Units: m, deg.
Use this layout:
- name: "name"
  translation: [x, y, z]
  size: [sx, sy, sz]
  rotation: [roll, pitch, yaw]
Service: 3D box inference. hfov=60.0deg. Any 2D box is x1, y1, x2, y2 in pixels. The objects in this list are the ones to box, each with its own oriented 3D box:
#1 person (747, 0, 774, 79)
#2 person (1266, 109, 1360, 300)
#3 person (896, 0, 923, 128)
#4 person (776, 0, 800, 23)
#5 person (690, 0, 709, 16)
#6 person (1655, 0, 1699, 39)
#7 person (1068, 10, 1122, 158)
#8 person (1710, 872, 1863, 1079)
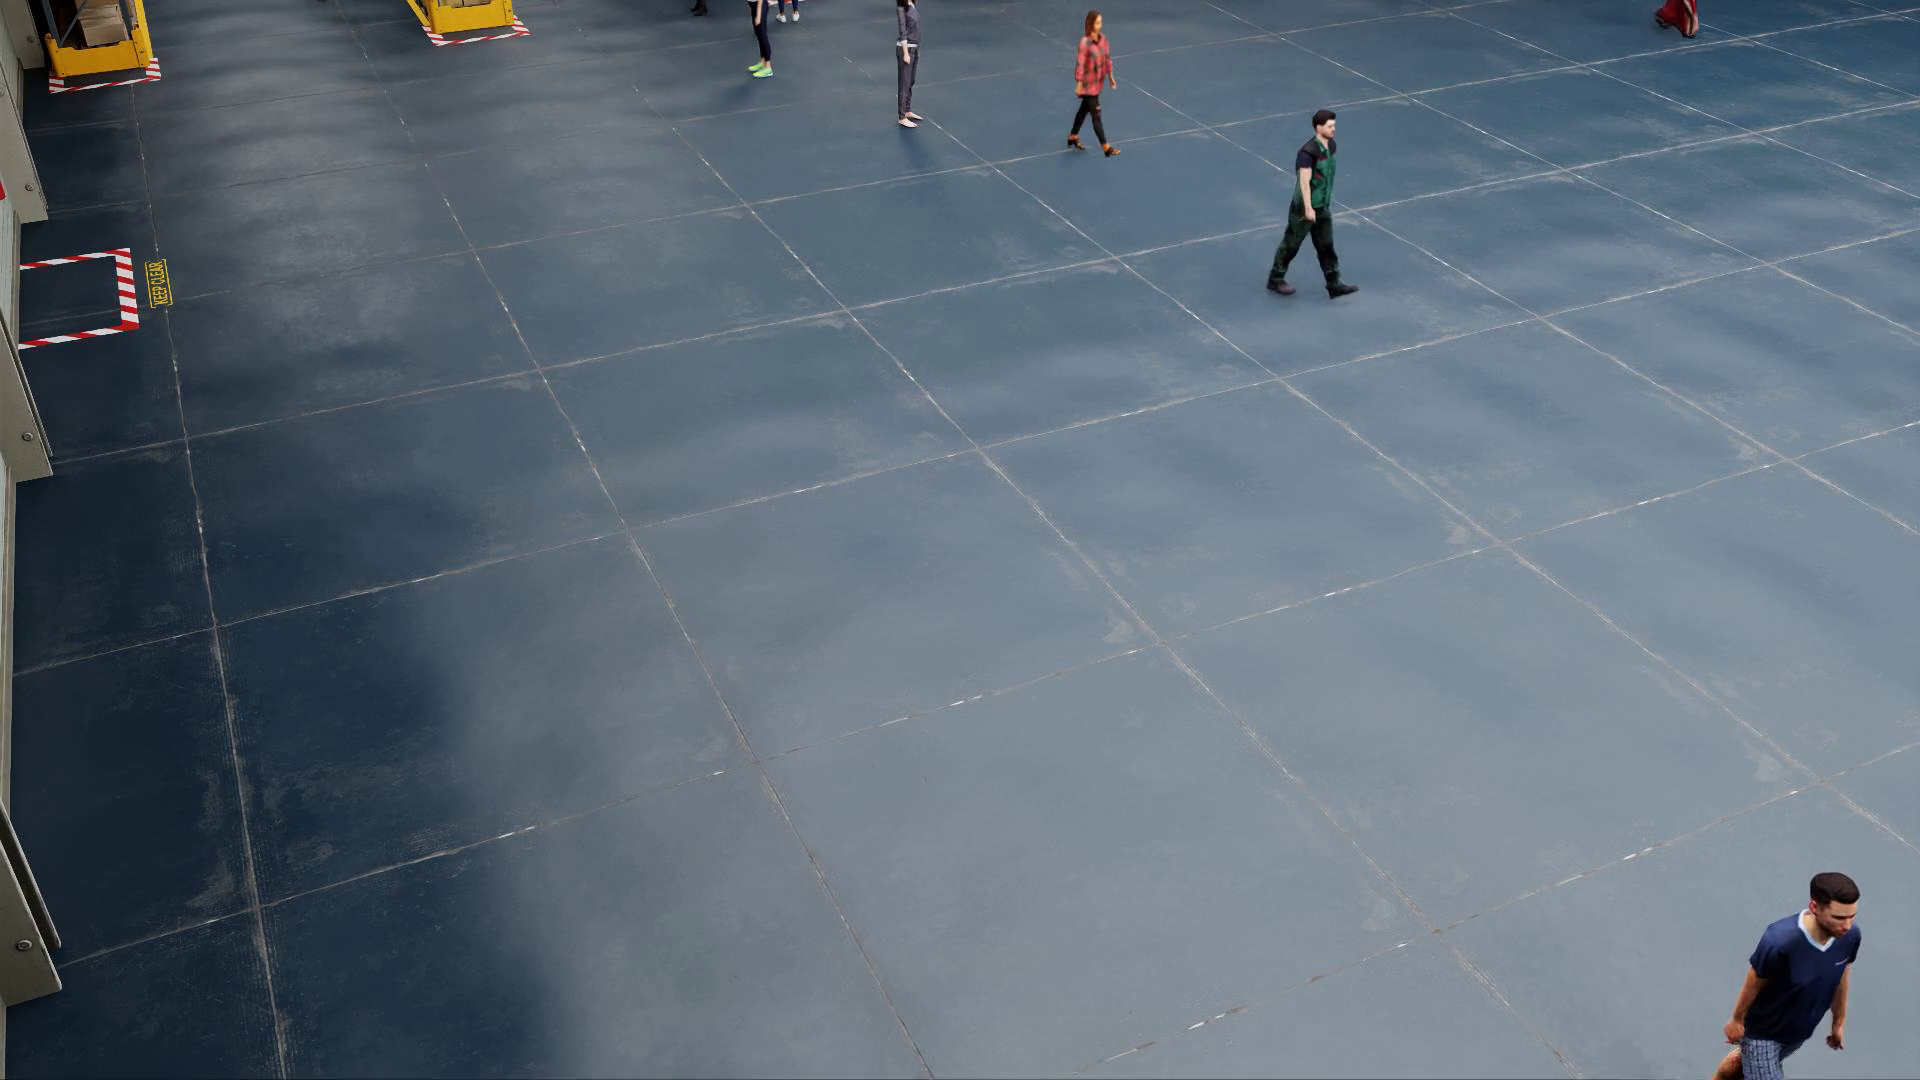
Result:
- name: "person"
  translation: [-2.651, -6.998, 21.936]
  size: [0.684, 1.701, 0.521]
  rotation: [-9, 34, -13]
- name: "person"
  translation: [3.277, -3.214, 15.977]
  size: [1.251, 1.855, 0.994]
  rotation: [25, 41, 33]
- name: "person"
  translation: [-0.647, -5.973, 20.302]
  size: [0.727, 1.765, 0.647]
  rotation: [8, 34, 12]
- name: "person"
  translation: [-2.536, -8.418, 24.052]
  size: [0.643, 1.776, 0.575]
  rotation: [-9, 34, -13]
- name: "person"
  translation: [-3.884, -8.550, 24.426]
  size: [0.686, 1.588, 0.474]
  rotation: [-8, 34, -12]
- name: "person"
  translation: [10.255, -7.977, 23.533]
  size: [0.690, 1.601, 1.059]
  rotation: [-18, 37, -26]
- name: "person"
  translation: [1.470, -5.318, 19.395]
  size: [1.157, 1.655, 0.904]
  rotation: [25, 41, 33]
- name: "person"
  translation: [3.754, 2.169, 7.735]
  size: [0.742, 1.816, 1.079]
  rotation: [-9, 34, -14]
